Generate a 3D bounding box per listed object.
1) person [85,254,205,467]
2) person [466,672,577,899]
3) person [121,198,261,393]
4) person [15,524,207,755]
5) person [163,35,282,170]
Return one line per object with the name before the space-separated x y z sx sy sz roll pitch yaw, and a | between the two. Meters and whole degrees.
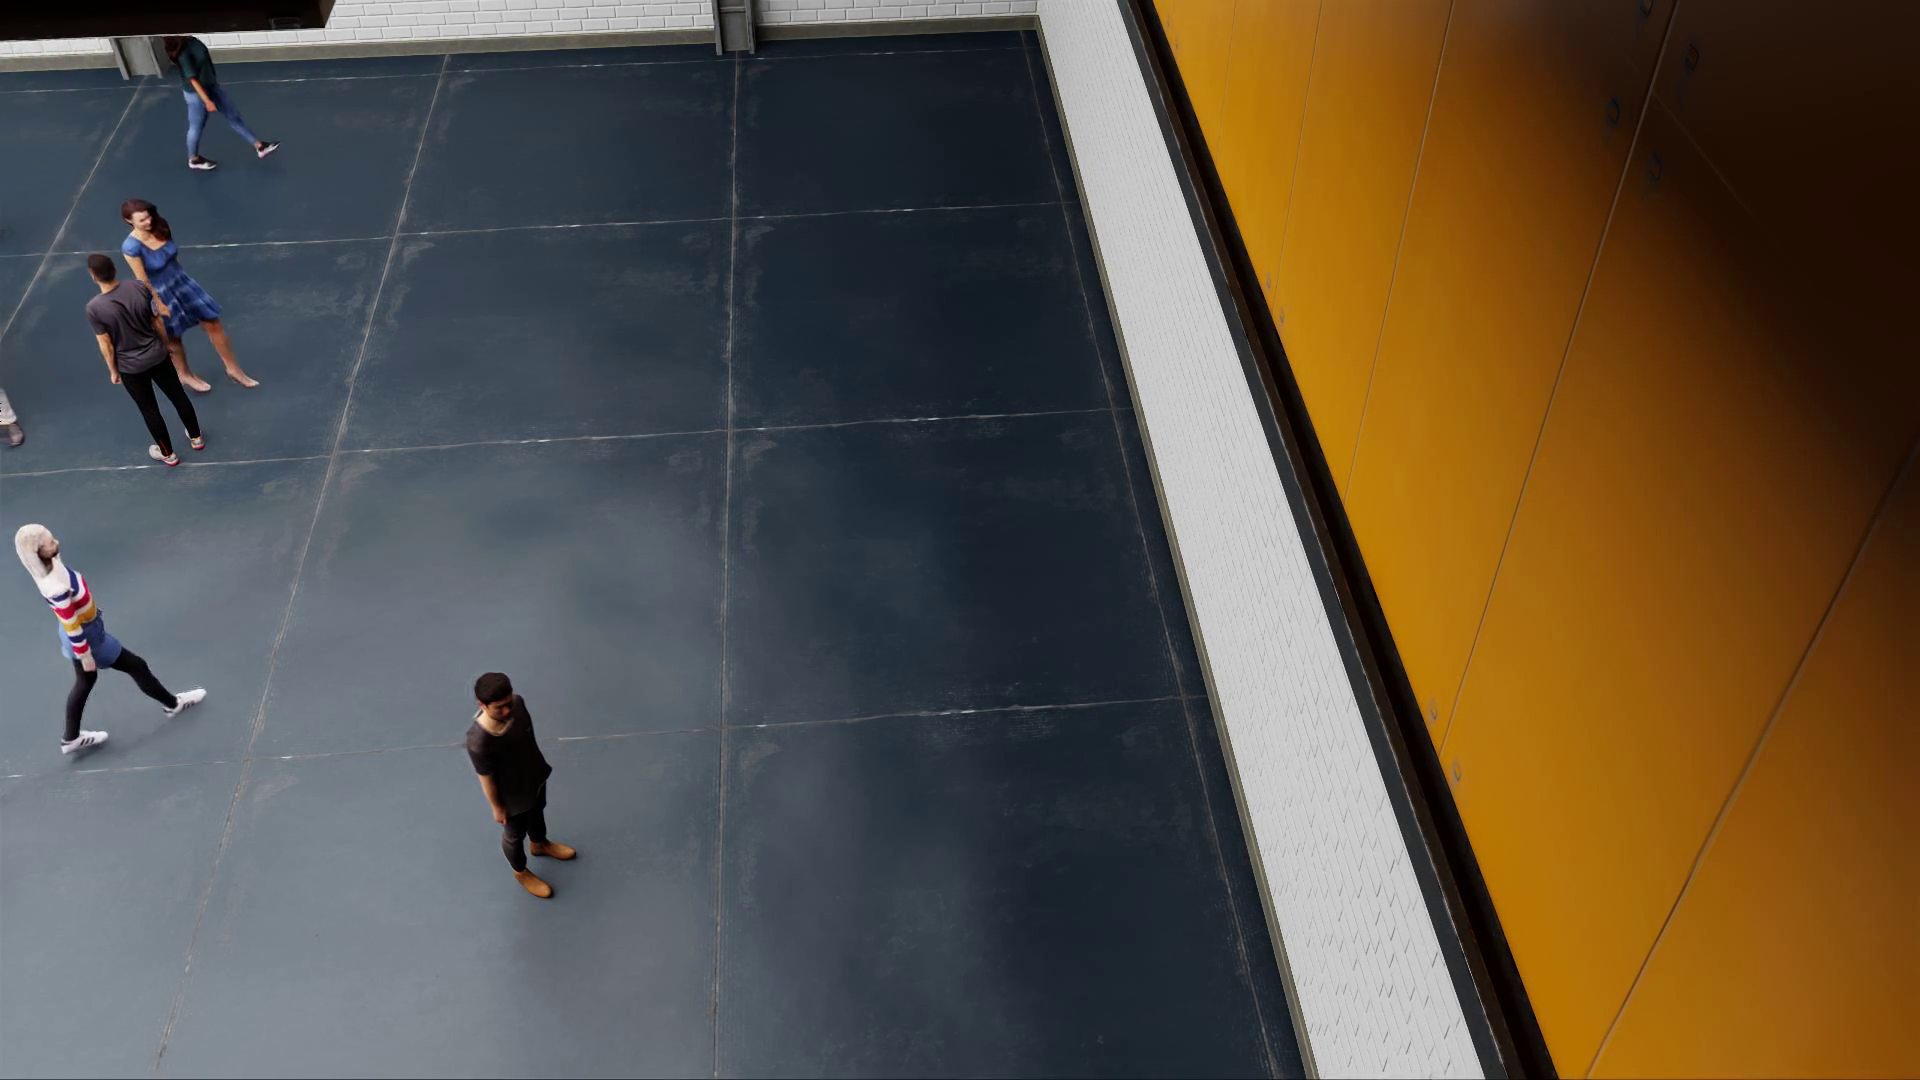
person | -5.950 -1.315 12.085 0.771 1.764 0.709 30 51 28
person | -2.502 1.333 9.343 0.683 1.713 0.701 14 45 14
person | -6.035 -1.822 12.607 0.953 1.778 0.823 10 45 11
person | -5.373 0.625 10.046 1.221 1.768 1.044 -27 50 -26
person | -6.982 -4.066 15.108 1.077 1.577 0.627 -6 44 -6
